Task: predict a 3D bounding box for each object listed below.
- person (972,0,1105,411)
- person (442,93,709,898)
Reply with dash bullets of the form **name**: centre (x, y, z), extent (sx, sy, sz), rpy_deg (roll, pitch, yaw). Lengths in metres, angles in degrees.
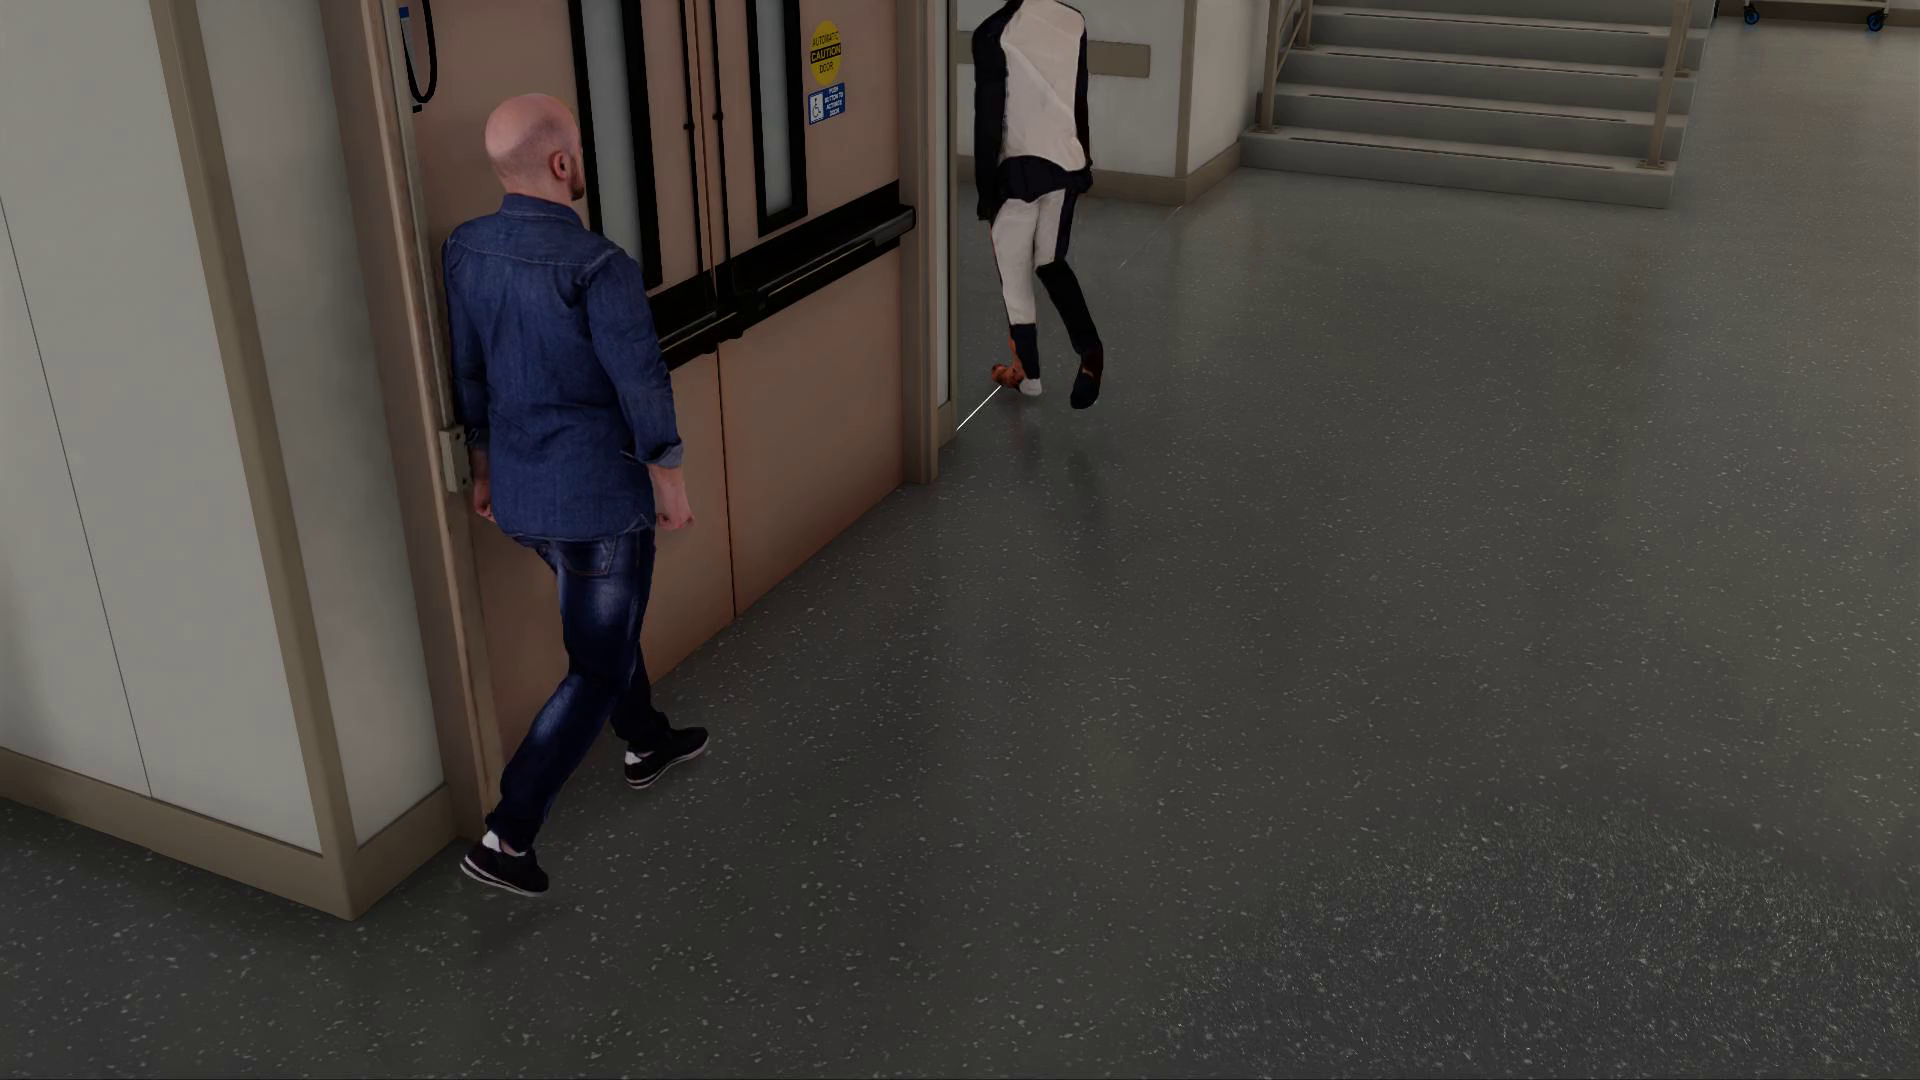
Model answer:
- **person**: centre (0.328, -1.363, 6.392), extent (1.100, 1.857, 1.100), rpy_deg (-13, 29, -25)
- **person**: centre (-0.895, -0.039, 3.724), extent (0.818, 1.790, 1.198), rpy_deg (16, 30, 29)
